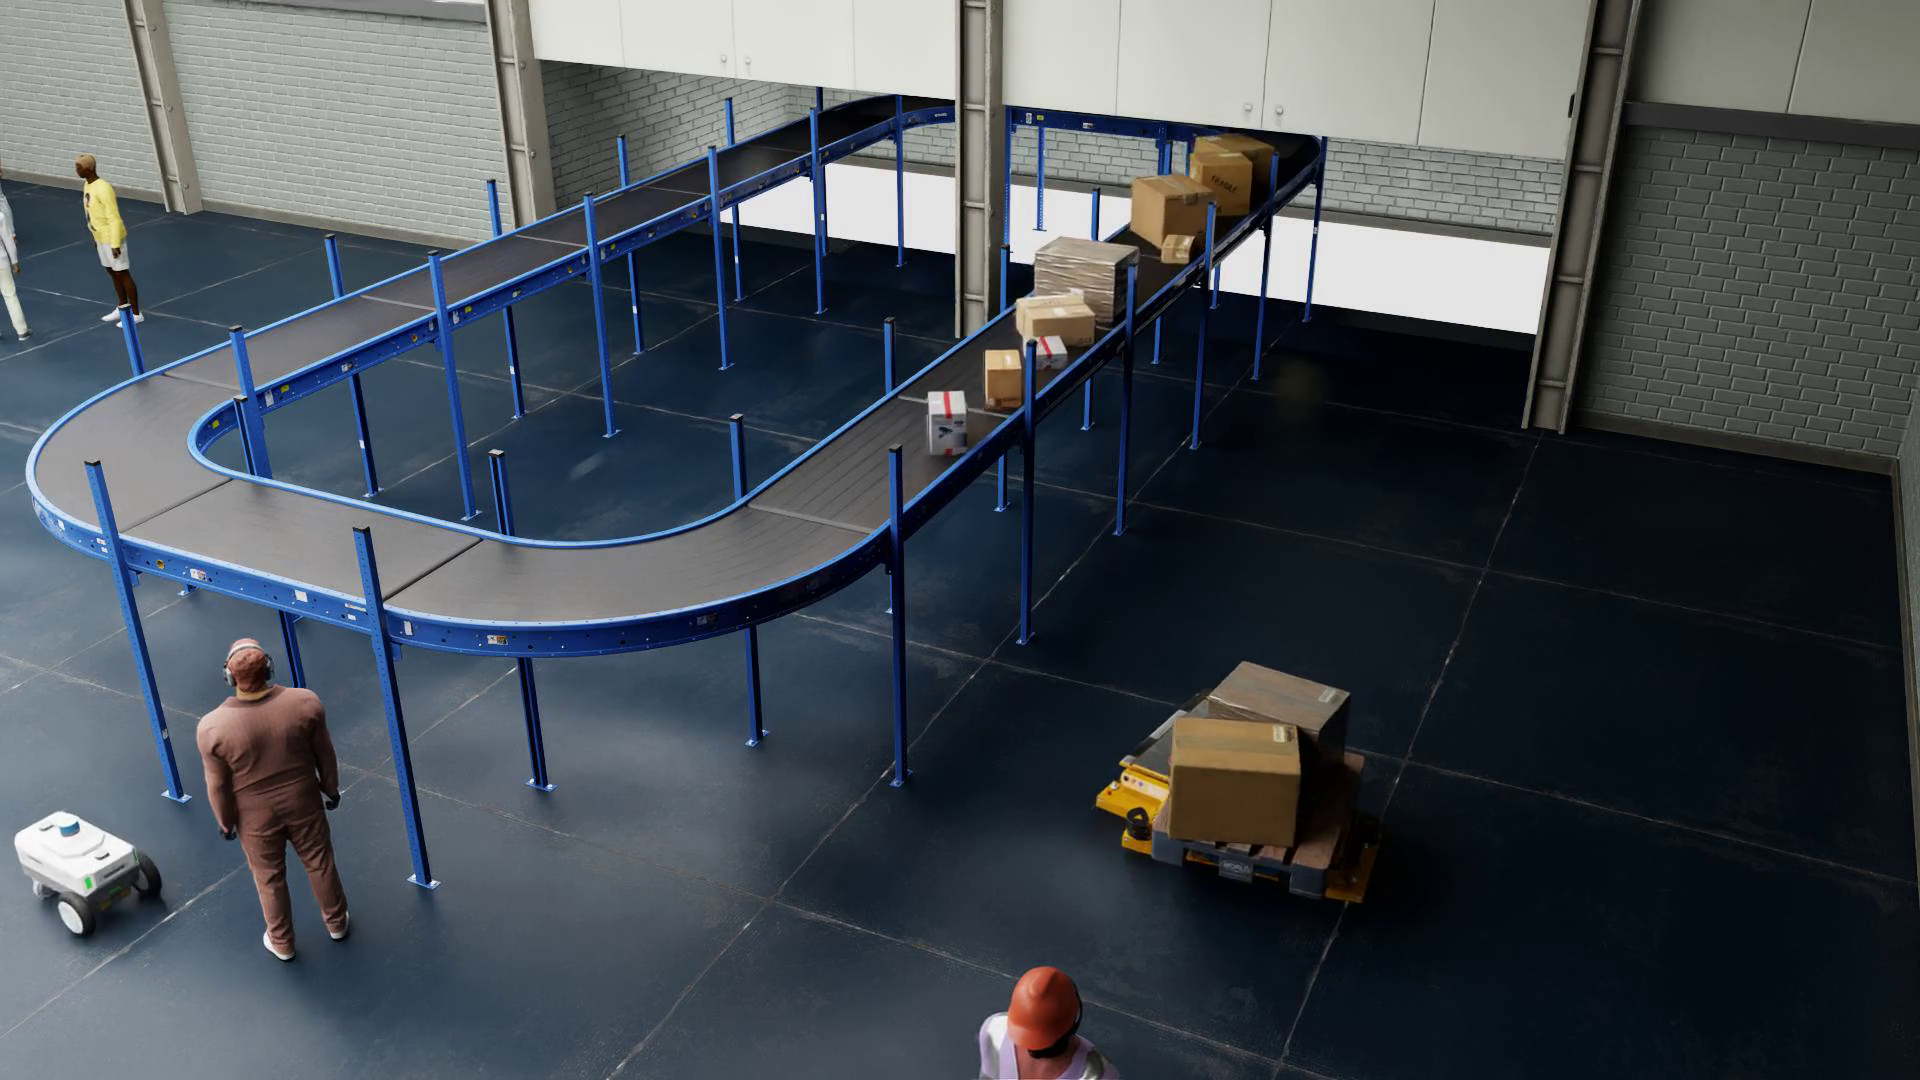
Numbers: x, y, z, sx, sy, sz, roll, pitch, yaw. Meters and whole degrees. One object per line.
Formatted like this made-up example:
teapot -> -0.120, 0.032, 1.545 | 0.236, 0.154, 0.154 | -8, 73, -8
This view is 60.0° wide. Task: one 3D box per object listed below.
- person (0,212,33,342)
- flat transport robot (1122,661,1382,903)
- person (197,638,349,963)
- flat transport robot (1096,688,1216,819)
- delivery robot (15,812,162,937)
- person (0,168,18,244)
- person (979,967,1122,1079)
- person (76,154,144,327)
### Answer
person -> -10.401, -2.987, 17.824 | 0.572, 1.748, 0.341 | -10, 28, -19
flat transport robot -> 1.744, 1.760, 9.930 | 1.431, 0.231, 0.659 | 10, 28, 20
person -> -3.639, 1.379, 8.856 | 0.654, 1.906, 0.411 | -17, 31, -31
flat transport robot -> 1.524, 1.412, 10.630 | 0.659, 0.231, 1.431 | 18, 32, 32
delivery robot -> -4.964, 1.851, 9.443 | 0.783, 0.612, 0.523 | 15, 30, 27
person -> -12.327, -4.637, 20.944 | 0.354, 1.937, 0.634 | 7, 27, 14
person -> 0.312, 2.478, 6.507 | 0.605, 2.035, 0.398 | 17, 31, 30
person -> -9.366, -3.298, 18.290 | 0.544, 1.899, 0.382 | 24, 35, 39
